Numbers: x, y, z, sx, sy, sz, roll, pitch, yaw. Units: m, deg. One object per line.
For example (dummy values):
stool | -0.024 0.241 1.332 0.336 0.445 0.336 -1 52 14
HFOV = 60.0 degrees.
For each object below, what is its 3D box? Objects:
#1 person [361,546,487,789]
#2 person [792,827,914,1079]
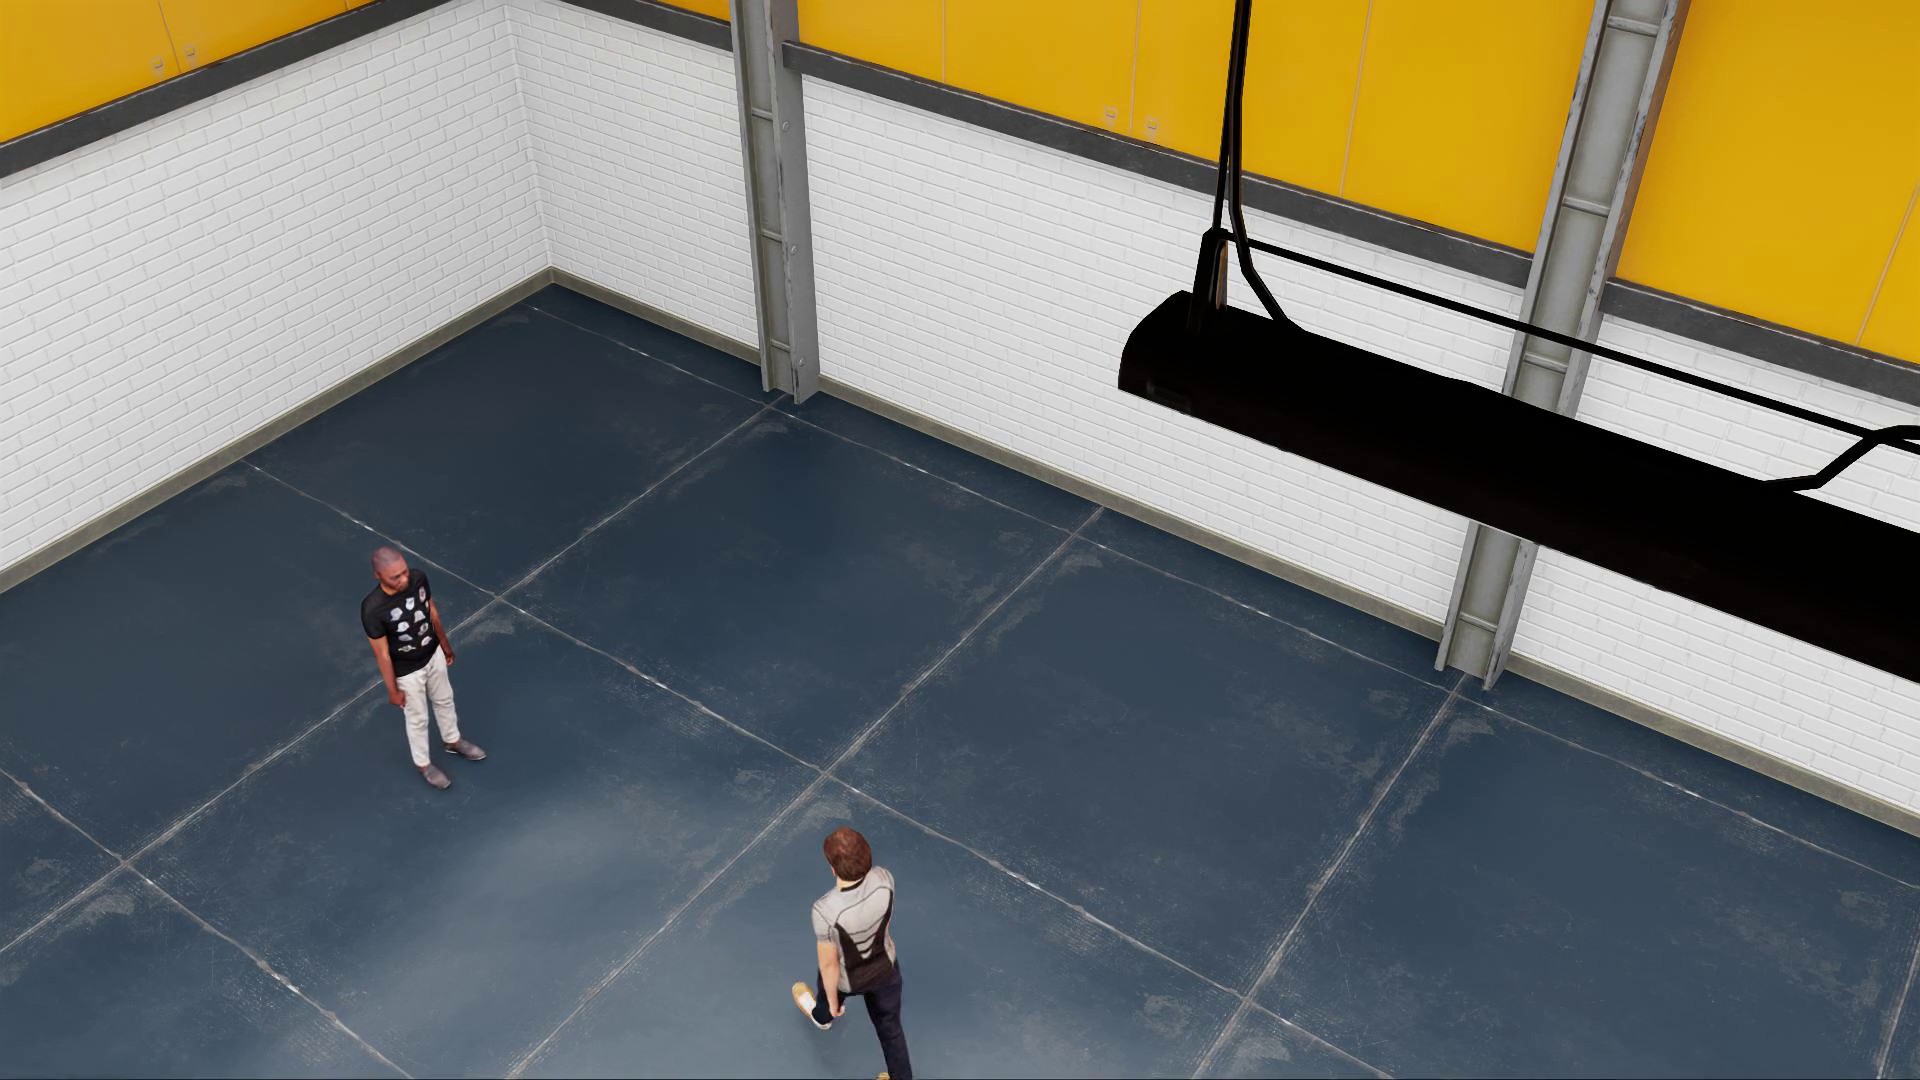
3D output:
person | -3.324 0.735 10.110 0.635 1.801 0.679 19 42 22
person | -0.438 2.188 8.261 0.988 1.838 1.282 -20 43 -23
